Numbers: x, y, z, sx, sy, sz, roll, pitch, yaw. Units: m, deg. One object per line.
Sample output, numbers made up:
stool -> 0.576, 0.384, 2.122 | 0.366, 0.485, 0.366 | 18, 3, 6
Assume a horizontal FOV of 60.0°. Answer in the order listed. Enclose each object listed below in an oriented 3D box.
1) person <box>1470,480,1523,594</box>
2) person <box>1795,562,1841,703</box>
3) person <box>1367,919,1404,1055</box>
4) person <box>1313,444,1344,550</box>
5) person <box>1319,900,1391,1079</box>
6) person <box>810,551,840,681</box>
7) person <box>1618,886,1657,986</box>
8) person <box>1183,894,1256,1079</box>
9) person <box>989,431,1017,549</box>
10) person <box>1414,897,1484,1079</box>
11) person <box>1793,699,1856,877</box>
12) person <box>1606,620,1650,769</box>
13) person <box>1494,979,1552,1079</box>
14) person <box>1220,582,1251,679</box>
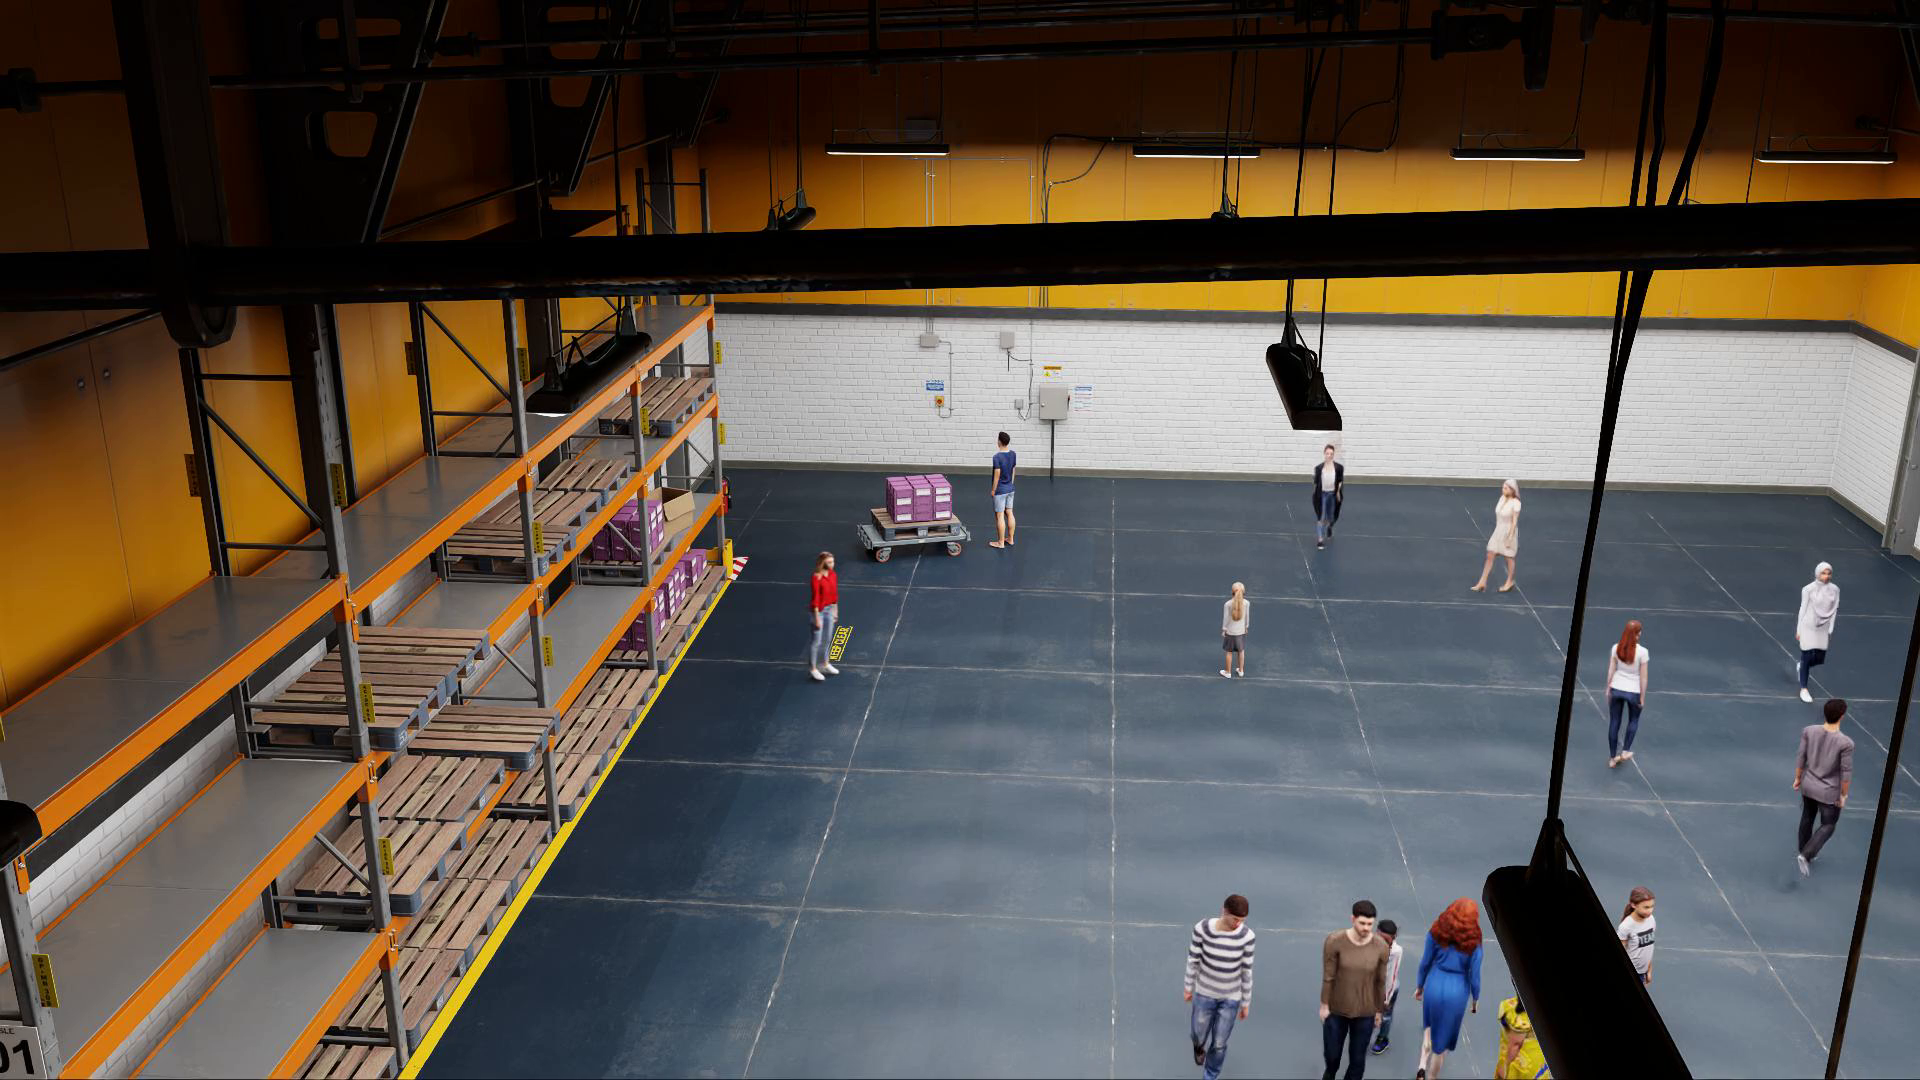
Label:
person -> 7.962, -0.041, 24.042 | 0.939, 1.712, 0.992 | -8, 20, -21
person -> 10.528, 1.105, 20.558 | 0.598, 1.764, 0.824 | 2, 19, 5
person -> 3.525, 3.665, 13.766 | 0.623, 1.246, 0.696 | 16, 24, 39
person -> 5.751, -0.705, 26.071 | 0.700, 1.674, 0.811 | 4, 19, 12
person -> 3.036, 3.602, 12.970 | 0.644, 1.872, 0.749 | 2, 19, 6
person -> -1.742, 0.941, 21.145 | 0.765, 1.699, 0.673 | 15, 24, 37
person -> 5.501, 3.531, 13.670 | 0.613, 1.562, 0.646 | -8, 20, -23
person -> 2.049, 3.554, 13.207 | 0.741, 1.813, 0.907 | 4, 19, 12
person -> 0.688, -0.797, 26.073 | 0.696, 1.849, 0.768 | -17, 25, -41
person -> 3.749, 3.644, 12.951 | 0.773, 1.807, 0.815 | 13, 23, 34
person -> 8.467, 2.459, 16.423 | 1.052, 1.837, 1.000 | -14, 23, -36
person -> 7.449, 1.758, 18.673 | 0.737, 1.728, 0.805 | 12, 22, 32
person -> 4.217, 3.887, 12.461 | 0.984, 1.659, 1.064 | -18, 25, -42
person -> 3.516, 1.138, 21.224 | 0.573, 1.276, 0.601 | -5, 19, -14
